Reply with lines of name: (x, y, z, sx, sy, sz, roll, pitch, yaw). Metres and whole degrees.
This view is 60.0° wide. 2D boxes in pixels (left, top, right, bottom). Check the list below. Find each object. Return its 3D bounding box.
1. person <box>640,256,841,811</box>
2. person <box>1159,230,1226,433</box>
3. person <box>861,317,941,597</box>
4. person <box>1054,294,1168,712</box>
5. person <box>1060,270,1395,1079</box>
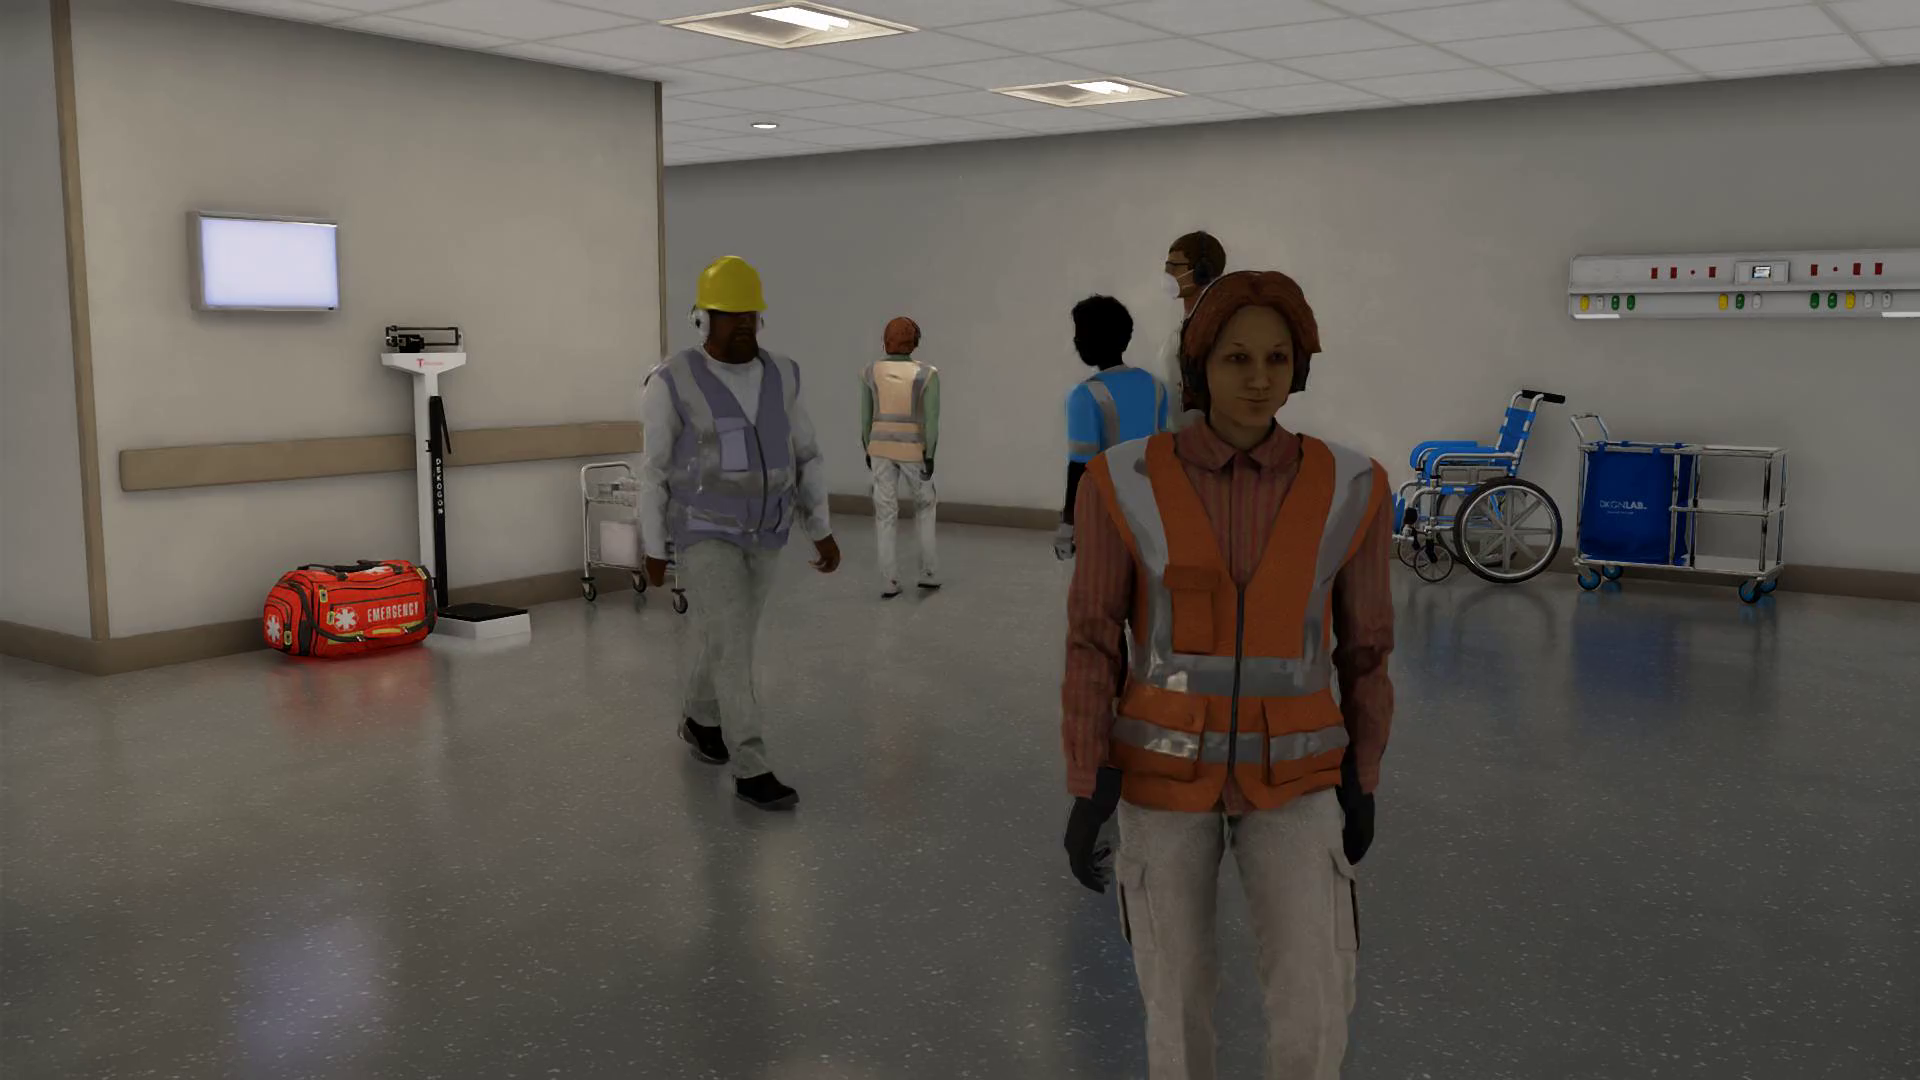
person: (-0.784, -0.052, 5.622, 0.591, 1.790, 0.921, -6, 9, -40)
person: (0.949, -0.270, 6.733, 0.372, 1.940, 0.632, 0, 7, -3)
person: (-0.332, -0.490, 9.761, 0.521, 1.615, 0.632, 2, 7, 15)
person: (0.602, -0.101, 6.399, 0.546, 1.688, 0.345, -7, 10, -44)
person: (0.413, 0.407, 2.572, 0.520, 1.623, 0.439, 0, 7, 4)
